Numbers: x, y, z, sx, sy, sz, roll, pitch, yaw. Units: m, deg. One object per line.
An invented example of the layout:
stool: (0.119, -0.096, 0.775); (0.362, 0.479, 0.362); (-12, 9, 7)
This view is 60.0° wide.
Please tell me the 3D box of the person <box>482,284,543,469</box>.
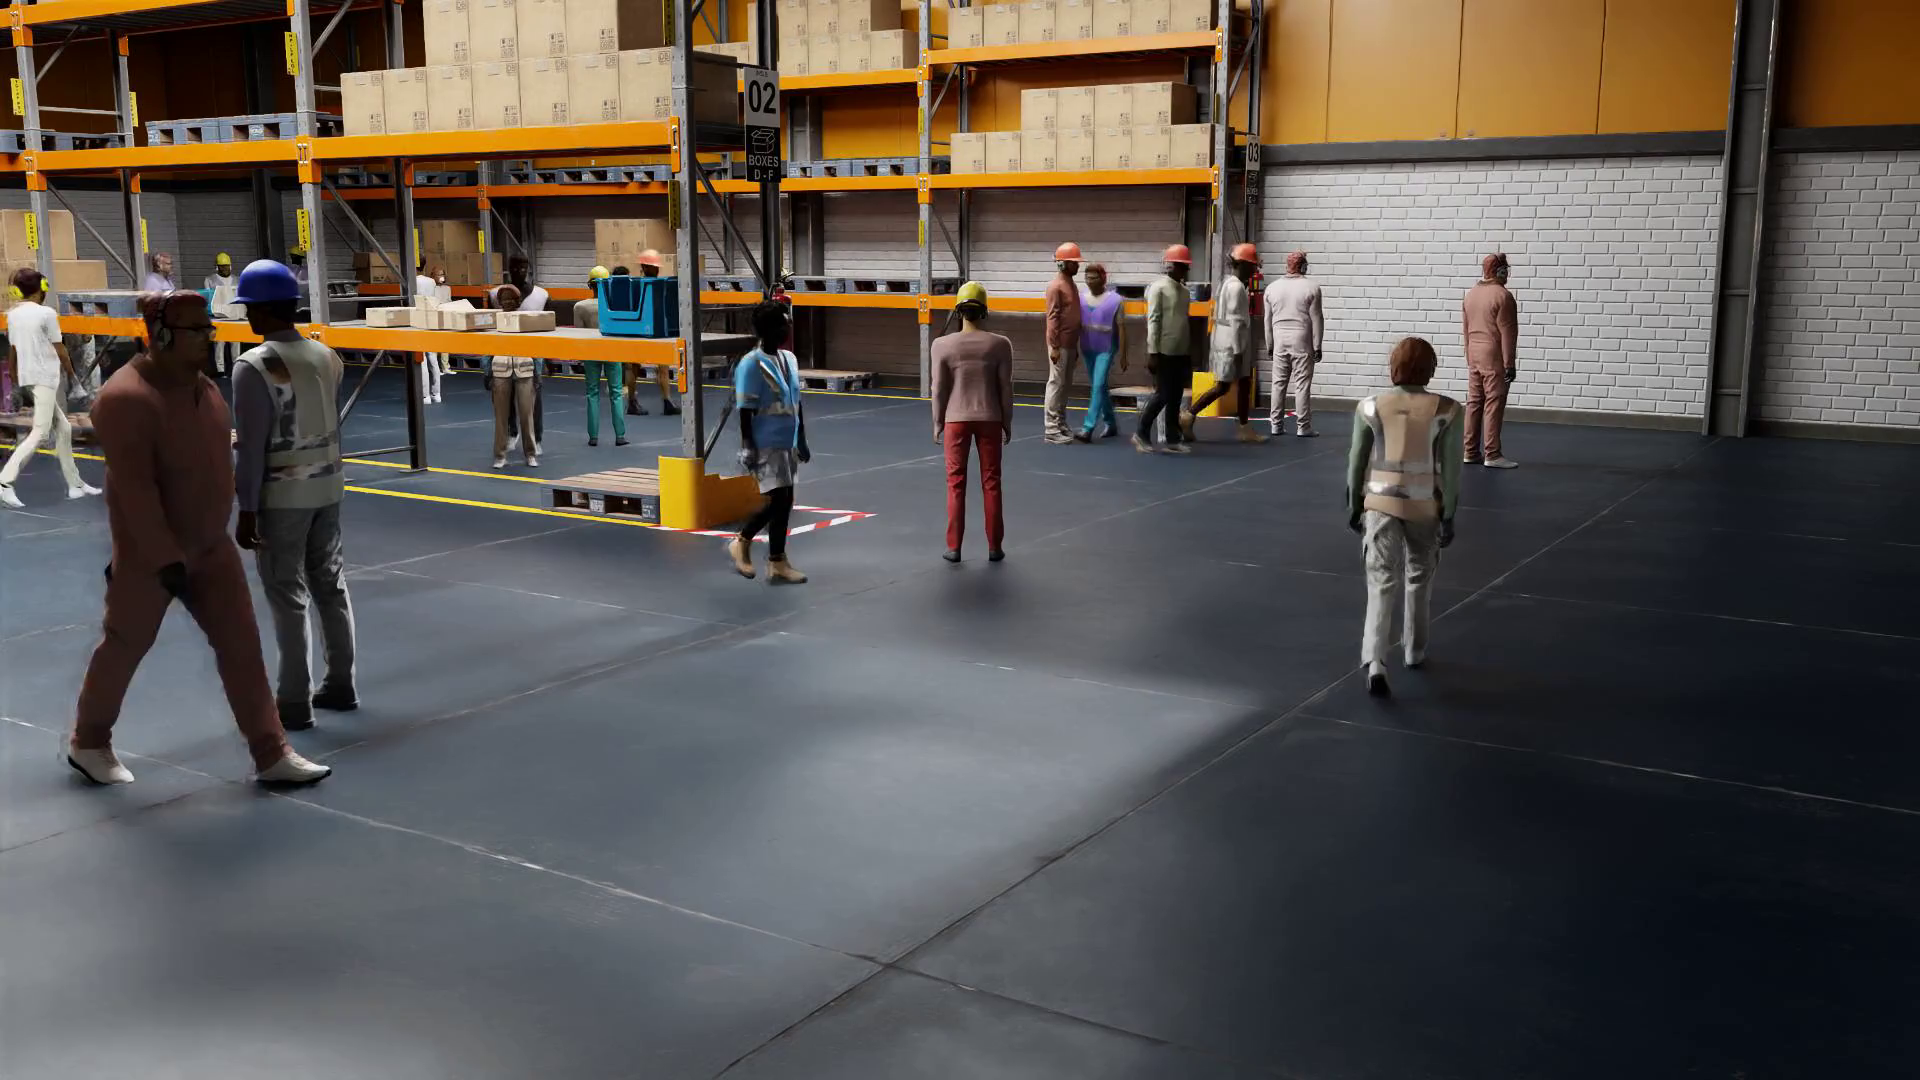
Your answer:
person: (-3.975, -1.452, 14.789); (0.522, 1.638, 0.310); (-3, 11, -15)

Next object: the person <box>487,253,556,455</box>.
person: (-4.165, -1.762, 15.833); (0.627, 1.932, 0.515); (-1, 10, -8)

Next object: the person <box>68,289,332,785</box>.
person: (-2.900, 0.012, 6.109); (1.028, 1.854, 0.647); (3, 11, 16)

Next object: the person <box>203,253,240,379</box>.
person: (-10.746, -3.280, 24.379); (0.404, 1.832, 0.599); (9, 14, 40)

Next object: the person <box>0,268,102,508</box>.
person: (-7.118, -1.176, 12.773); (0.553, 1.819, 0.906); (6, 12, 30)

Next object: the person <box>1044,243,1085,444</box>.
person: (1.052, -1.962, 16.627); (0.396, 1.992, 0.623); (4, 11, 23)

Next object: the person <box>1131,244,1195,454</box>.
person: (1.962, -1.792, 15.755); (0.553, 1.983, 0.653); (9, 13, 39)

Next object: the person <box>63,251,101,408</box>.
person: (-10.658, -2.560, 20.106); (0.629, 1.937, 0.377); (7, 13, 36)

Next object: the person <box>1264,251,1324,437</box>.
person: (3.456, -2.013, 17.157); (0.641, 1.908, 0.407); (7, 12, 35)

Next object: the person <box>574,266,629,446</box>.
person: (-3.521, -1.803, 16.378); (0.523, 1.769, 0.315); (-1, 10, -5)

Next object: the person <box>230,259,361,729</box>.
person: (-2.796, -0.187, 6.941); (0.406, 1.941, 0.605); (3, 11, 16)

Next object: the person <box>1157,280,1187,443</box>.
person: (2.135, -1.782, 16.630); (0.279, 1.634, 0.498); (4, 11, 22)

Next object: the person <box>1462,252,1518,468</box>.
person: (4.760, -1.601, 14.858); (0.411, 1.913, 0.643); (-4, 11, -20)

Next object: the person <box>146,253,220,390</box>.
person: (-9.906, -2.650, 20.820); (1.011, 1.853, 0.669); (-1, 10, -4)

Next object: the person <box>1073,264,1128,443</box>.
person: (1.377, -1.883, 16.789); (0.562, 1.787, 1.011); (7, 13, 35)

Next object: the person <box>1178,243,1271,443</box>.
person: (2.605, -1.936, 16.506); (0.917, 2.004, 0.649); (2, 10, 9)

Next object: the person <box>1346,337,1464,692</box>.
person: (2.002, -0.122, 7.578); (0.523, 1.590, 0.898); (4, 11, 21)

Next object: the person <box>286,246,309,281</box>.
person: (-11.221, -4.018, 28.233); (0.584, 1.919, 0.375); (4, 11, 20)

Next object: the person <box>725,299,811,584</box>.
person: (-1.097, -0.565, 9.748); (0.387, 1.685, 0.537); (4, 11, 23)

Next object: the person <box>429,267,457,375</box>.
person: (-7.803, -3.281, 24.967); (0.282, 1.625, 0.498); (6, 12, 31)

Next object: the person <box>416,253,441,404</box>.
person: (-6.681, -2.618, 20.604); (0.327, 1.874, 0.521); (4, 11, 20)

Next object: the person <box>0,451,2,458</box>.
person: (-9.328, -1.628, 15.363); (0.992, 1.796, 0.533); (6, 12, 29)

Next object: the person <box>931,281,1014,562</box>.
person: (0.077, -0.735, 10.468); (0.524, 1.769, 0.308); (-1, 10, -5)

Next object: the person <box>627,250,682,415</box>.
person: (-3.518, -2.360, 19.082); (0.878, 1.897, 0.555); (7, 12, 34)

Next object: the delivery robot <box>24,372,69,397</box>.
delivery robot: (-11.269, -1.958, 20.336); (0.707, 0.478, 0.477); (4, 11, 22)

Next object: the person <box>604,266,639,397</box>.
person: (-4.412, -2.685, 21.497); (0.422, 1.685, 0.588); (-2, 10, -11)
